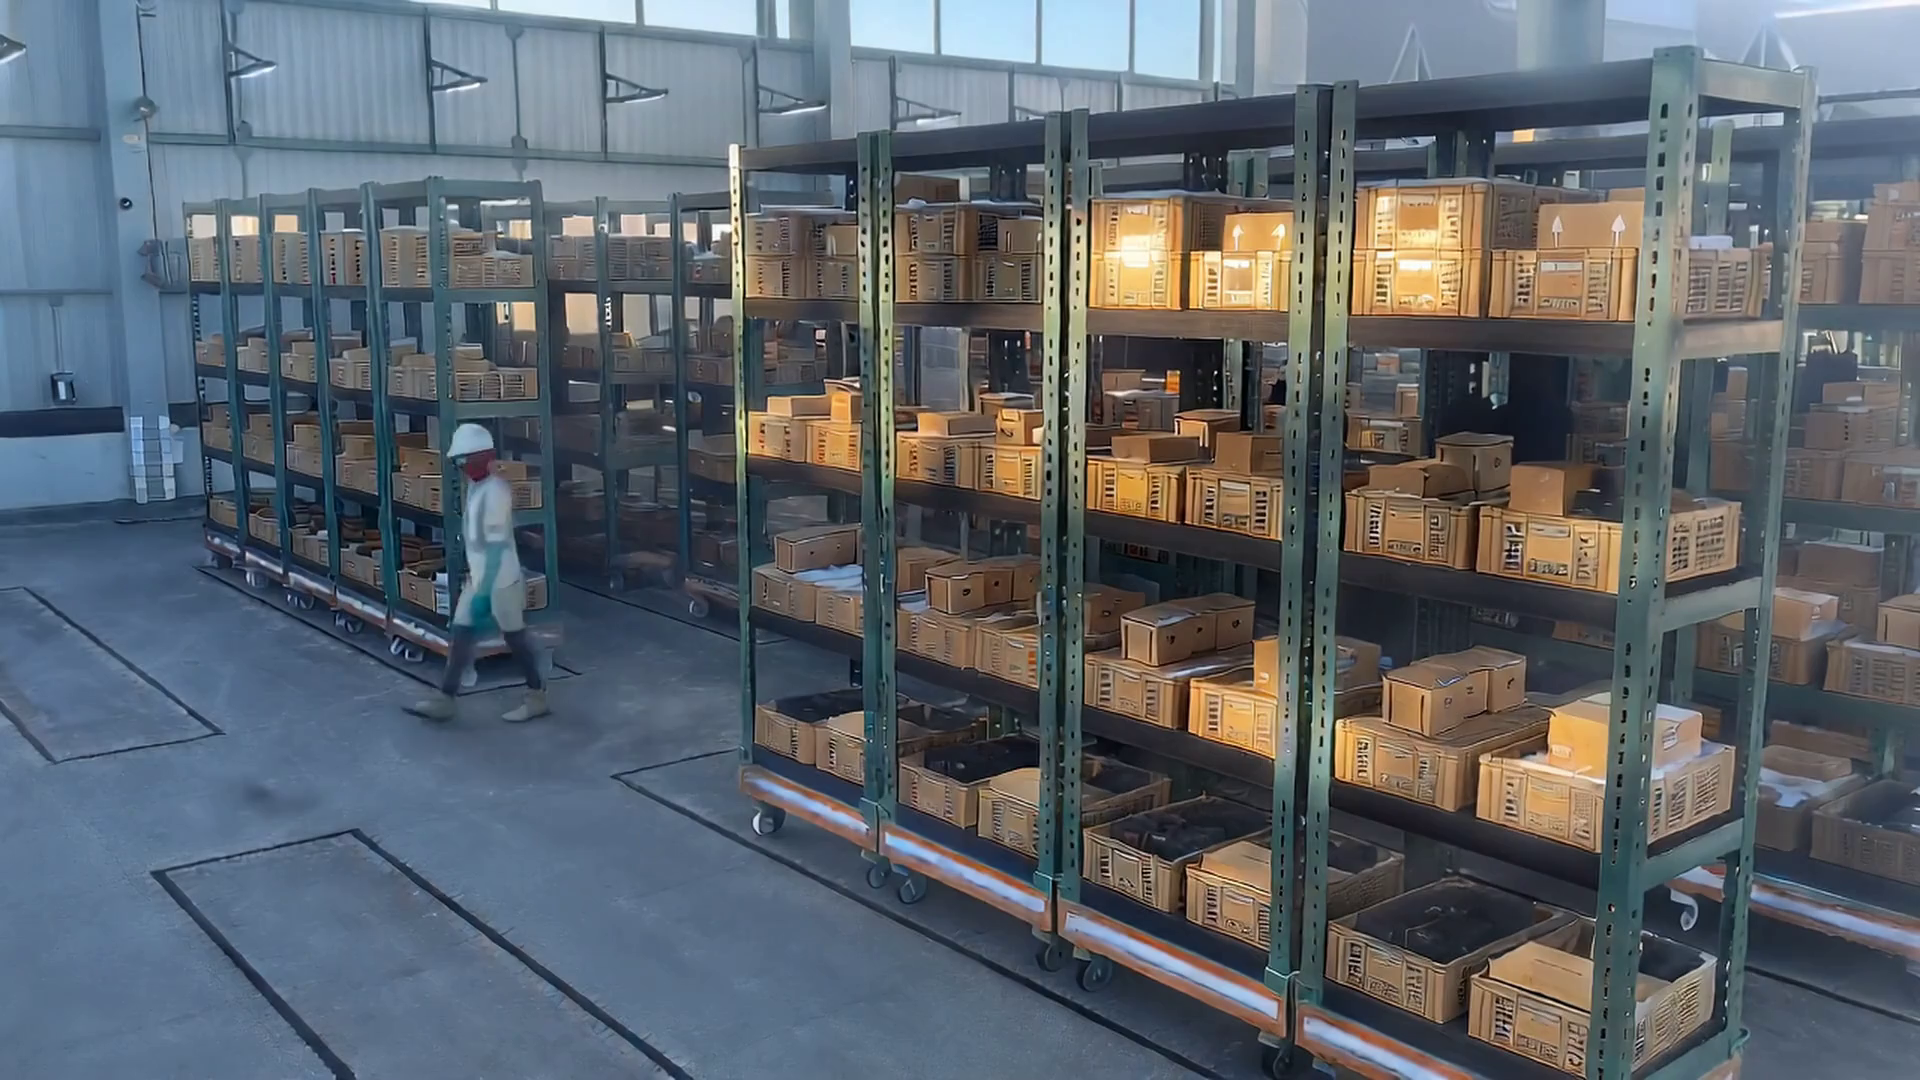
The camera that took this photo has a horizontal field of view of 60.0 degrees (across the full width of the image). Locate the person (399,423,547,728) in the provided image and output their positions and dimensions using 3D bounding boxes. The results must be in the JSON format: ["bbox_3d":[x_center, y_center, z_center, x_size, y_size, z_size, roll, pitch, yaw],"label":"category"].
[{"bbox_3d":[-3.143,0.251,10.704,1.005,1.992,0.628,-7,12,-36],"label":"person"}]
